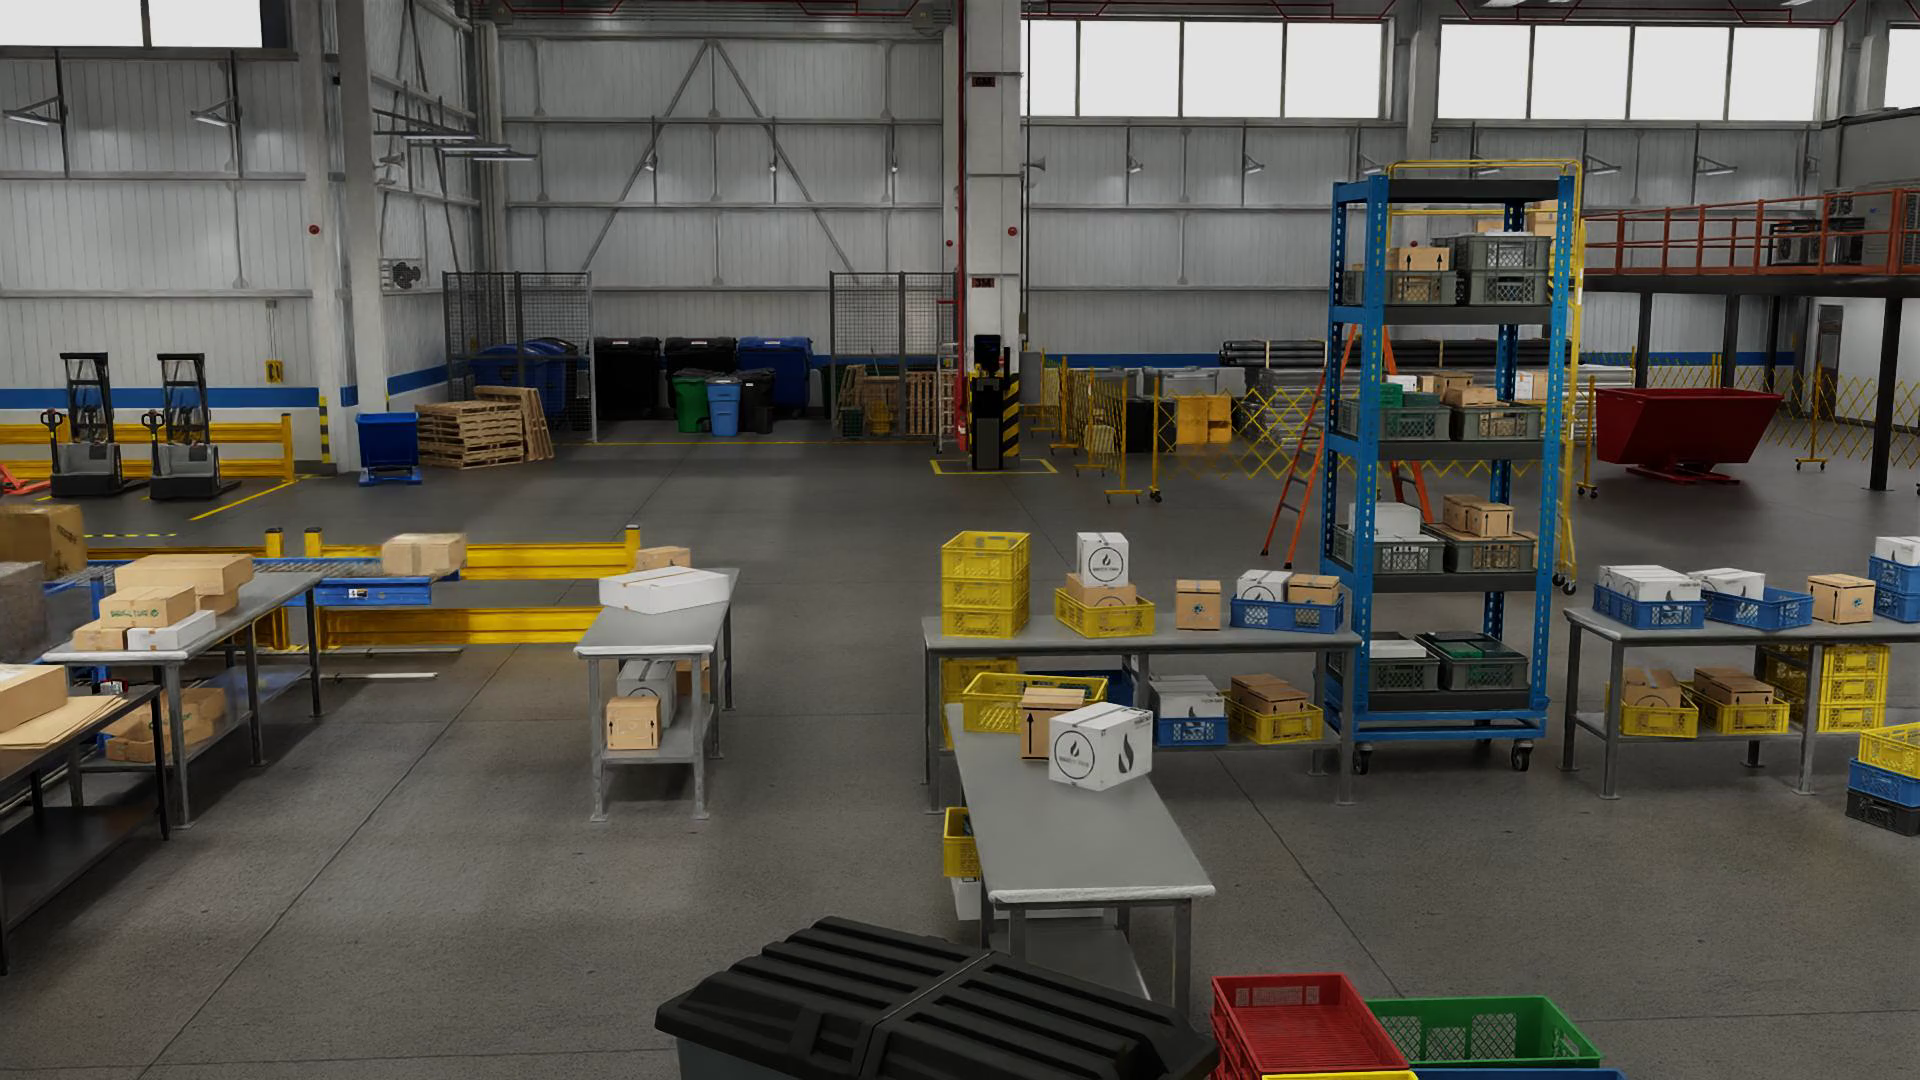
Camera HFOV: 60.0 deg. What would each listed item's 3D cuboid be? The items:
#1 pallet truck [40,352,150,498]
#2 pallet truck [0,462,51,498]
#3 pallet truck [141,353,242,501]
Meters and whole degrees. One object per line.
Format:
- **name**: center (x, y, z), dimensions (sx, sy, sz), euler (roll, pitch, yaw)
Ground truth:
- **pallet truck**: center (-11.907, -1.642, 23.165), dimensions (0.823, 1.965, 1.885), euler (0, 9, 0)
- **pallet truck**: center (-13.193, -1.293, 23.148), dimensions (0.653, 1.274, 1.630), euler (-1, 9, -4)
- **pallet truck**: center (-10.520, -1.604, 22.925), dimensions (0.823, 1.965, 1.885), euler (-1, 9, -6)
